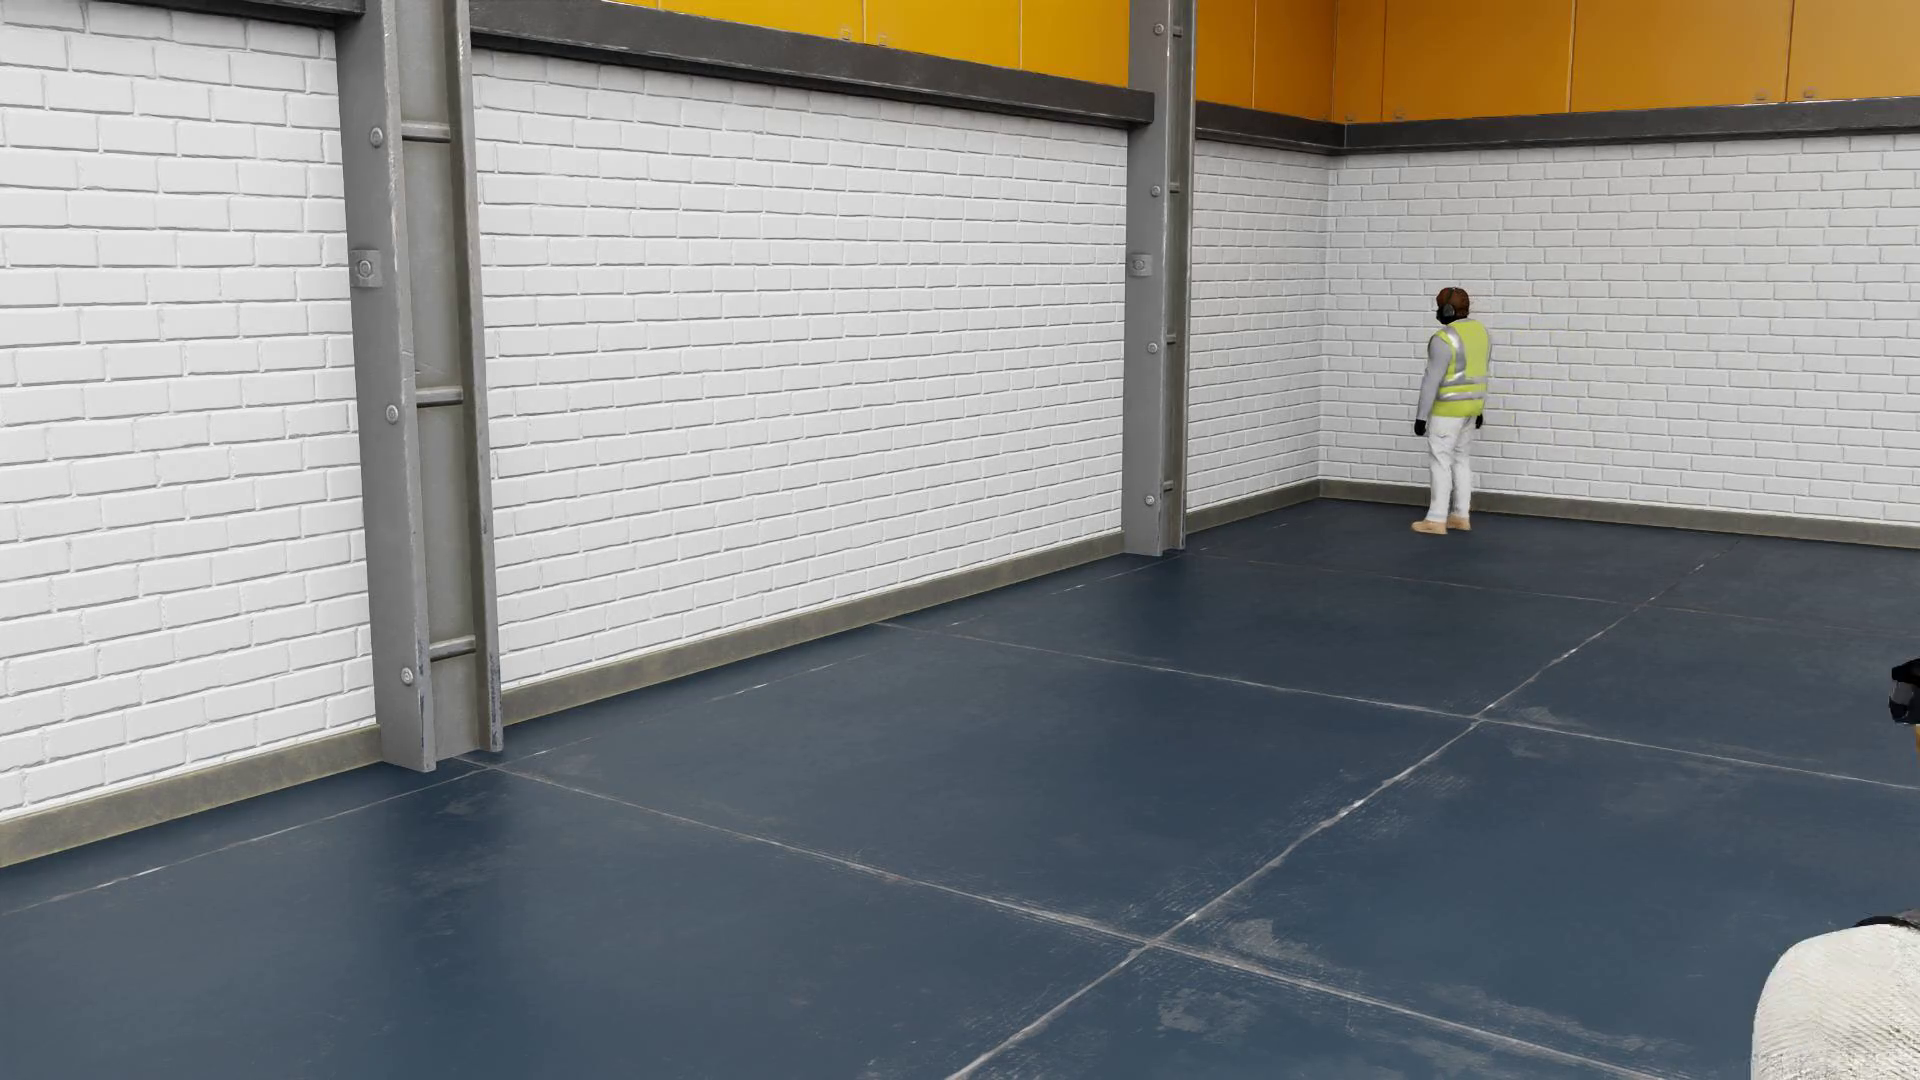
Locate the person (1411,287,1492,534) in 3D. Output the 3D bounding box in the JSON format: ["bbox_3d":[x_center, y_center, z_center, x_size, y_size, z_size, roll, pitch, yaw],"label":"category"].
[{"bbox_3d":[3.632,-0.948,12.314,0.661,1.833,0.454,-8,12,-38],"label":"person"}]

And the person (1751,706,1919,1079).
[{"bbox_3d":[0.888,0.904,1.354,0.521,1.823,0.831,-2,10,-12],"label":"person"}]
